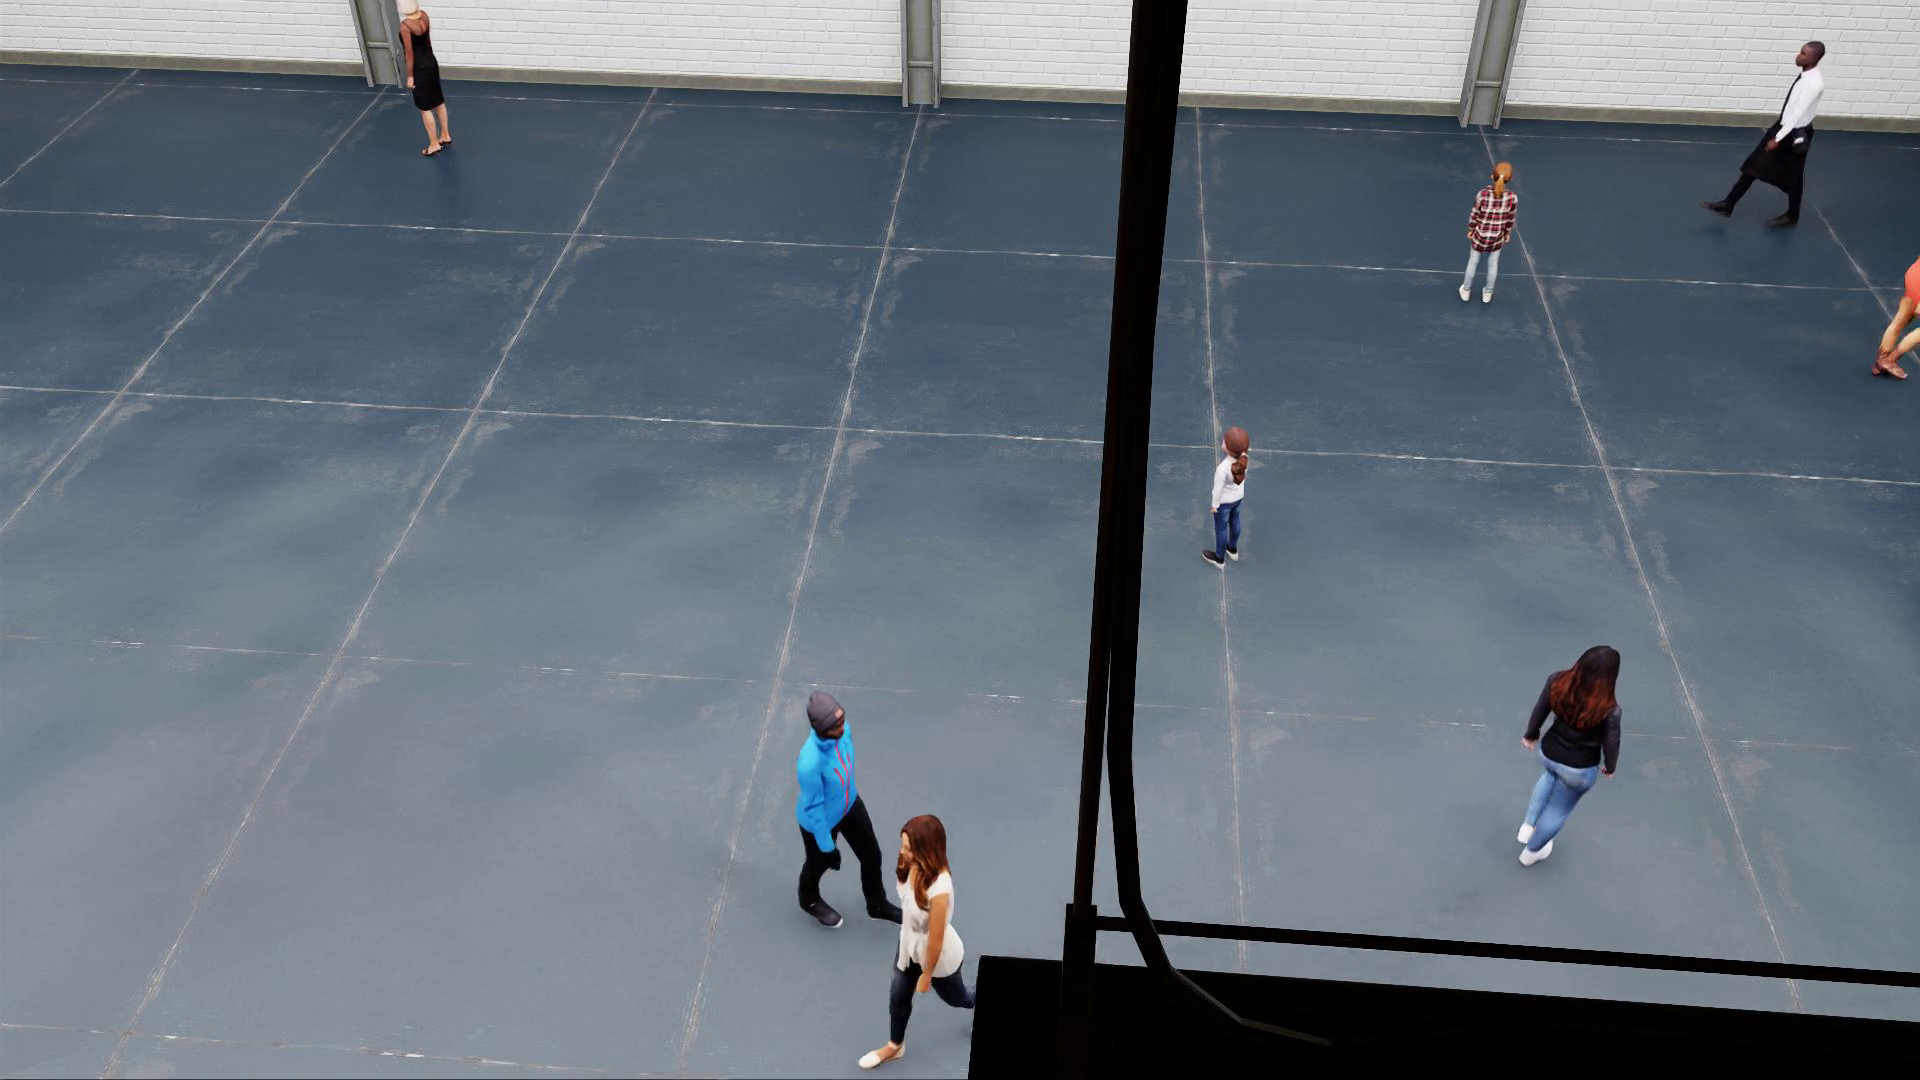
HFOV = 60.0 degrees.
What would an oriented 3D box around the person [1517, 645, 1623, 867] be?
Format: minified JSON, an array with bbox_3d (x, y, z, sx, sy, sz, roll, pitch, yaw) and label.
[{"bbox_3d":[3.373,1.256,9.346,0.801,1.622,0.750,-26,45,-28],"label":"person"}]

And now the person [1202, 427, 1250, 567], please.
[{"bbox_3d":[1.905,-0.322,11.733,0.527,1.110,0.584,-30,48,-32],"label":"person"}]

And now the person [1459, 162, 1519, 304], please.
[{"bbox_3d":[4.631,-2.687,14.539,0.461,1.303,0.602,7,39,8],"label":"person"}]

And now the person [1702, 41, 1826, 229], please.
[{"bbox_3d":[7.799,-3.704,15.415,1.122,1.799,0.672,5,39,6],"label":"person"}]

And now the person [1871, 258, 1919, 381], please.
[{"bbox_3d":[7.674,-2.052,13.417,0.598,1.711,0.642,7,39,9],"label":"person"}]

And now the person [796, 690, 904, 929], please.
[{"bbox_3d":[-0.784,1.457,8.976,1.020,1.770,0.854,18,42,21],"label":"person"}]

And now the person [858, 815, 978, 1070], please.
[{"bbox_3d":[-0.051,2.005,8.304,1.158,1.752,0.970,-19,43,-23],"label":"person"}]

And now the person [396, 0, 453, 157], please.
[{"bbox_3d":[-5.395,-4.729,16.742,0.591,1.746,0.645,13,40,15],"label":"person"}]
